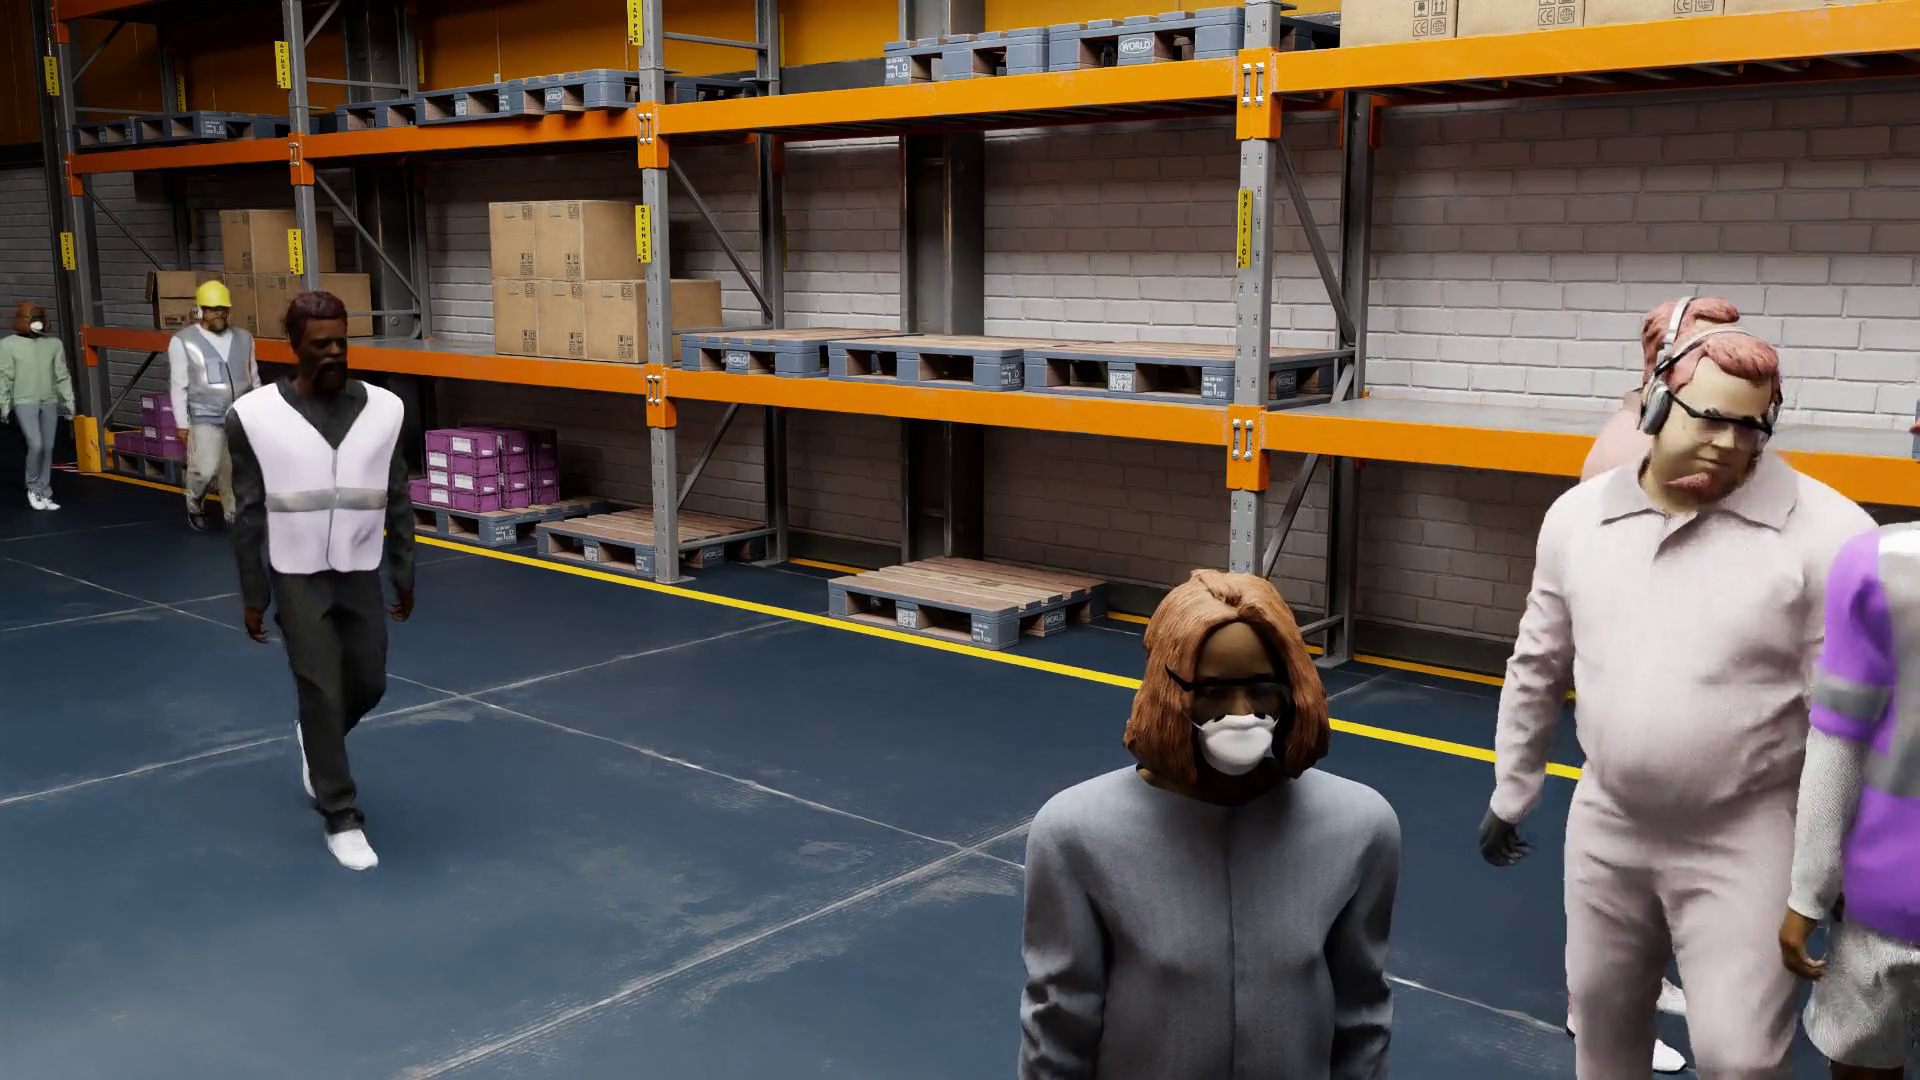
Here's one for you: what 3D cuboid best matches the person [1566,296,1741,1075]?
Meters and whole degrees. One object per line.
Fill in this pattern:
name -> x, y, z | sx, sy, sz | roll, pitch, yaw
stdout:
person -> 1.773, 0.347, 4.188 | 0.403, 1.906, 0.651 | 7, 12, 34

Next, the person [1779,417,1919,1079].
person -> 1.681, 0.595, 2.738 | 0.565, 1.915, 0.586 | 3, 10, 16

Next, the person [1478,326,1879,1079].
person -> 1.363, 0.546, 3.163 | 0.427, 1.890, 0.764 | -8, 13, -39

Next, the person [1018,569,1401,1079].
person -> 0.323, 0.840, 2.157 | 0.500, 1.633, 0.279 | -2, 10, -9

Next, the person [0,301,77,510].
person -> -7.069, -1.023, 12.777 | 0.386, 1.615, 0.527 | 6, 12, 30

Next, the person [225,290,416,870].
person -> -2.158, 0.107, 5.620 | 0.590, 1.893, 0.761 | -9, 13, -40

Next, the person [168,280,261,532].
person -> -5.079, -0.866, 11.365 | 0.682, 1.809, 0.603 | 9, 14, 42

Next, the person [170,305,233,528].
person -> -5.462, -0.911, 12.122 | 0.498, 1.634, 0.284 | -7, 12, -36
